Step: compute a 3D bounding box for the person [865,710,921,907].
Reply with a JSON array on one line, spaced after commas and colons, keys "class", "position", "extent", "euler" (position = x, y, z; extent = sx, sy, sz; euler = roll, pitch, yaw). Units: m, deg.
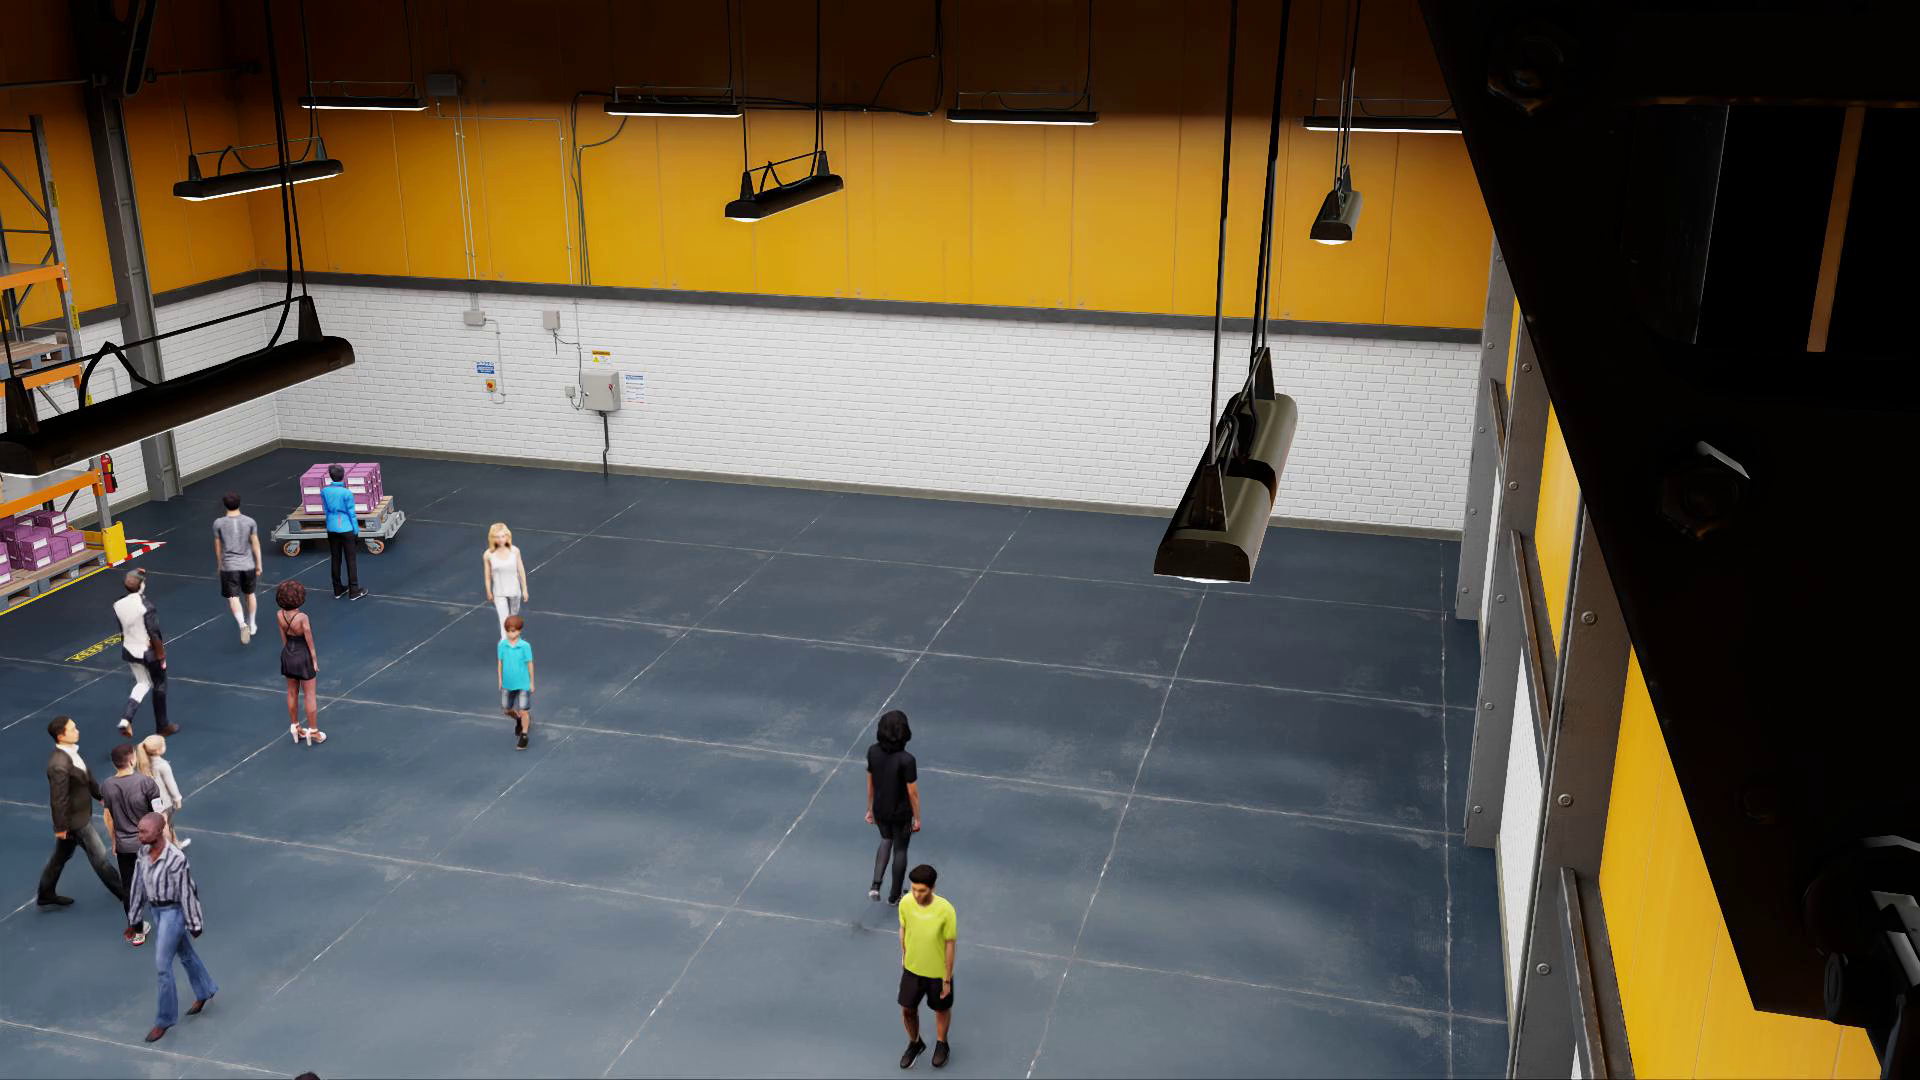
[{"class": "person", "position": [-0.622, 2.322, 14.122], "extent": [0.734, 1.816, 0.799], "euler": [10, 21, 27]}]

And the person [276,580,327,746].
[{"class": "person", "position": [-6.881, 1.273, 17.282], "extent": [0.542, 1.786, 0.534], "euler": [6, 19, 16]}]

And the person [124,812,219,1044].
[{"class": "person", "position": [-5.928, 2.841, 12.656], "extent": [0.780, 1.767, 0.984], "euler": [11, 22, 30]}]

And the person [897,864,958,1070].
[{"class": "person", "position": [-0.201, 3.051, 12.151], "extent": [0.628, 1.692, 0.671], "euler": [6, 19, 17]}]

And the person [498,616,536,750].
[{"class": "person", "position": [-4.594, 1.443, 17.320], "extent": [0.591, 1.441, 0.694], "euler": [2, 19, 6]}]

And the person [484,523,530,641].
[{"class": "person", "position": [-5.338, 0.580, 19.589], "extent": [1.028, 1.627, 1.122], "euler": [-9, 21, -25]}]

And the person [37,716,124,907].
[{"class": "person", "position": [-7.636, 2.347, 14.130], "extent": [1.175, 1.764, 1.181], "euler": [-8, 20, -21]}]

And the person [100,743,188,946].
[{"class": "person", "position": [-6.763, 2.499, 13.678], "extent": [0.698, 1.763, 0.633], "euler": [-1, 19, -2]}]

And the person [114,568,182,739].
[{"class": "person", "position": [-8.543, 1.226, 17.275], "extent": [0.699, 1.881, 0.890], "euler": [6, 19, 17]}]

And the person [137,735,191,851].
[{"class": "person", "position": [-7.208, 2.359, 14.885], "extent": [0.584, 1.259, 0.730], "euler": [9, 20, 24]}]

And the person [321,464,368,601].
[{"class": "person", "position": [-7.968, -0.113, 21.381], "extent": [0.596, 1.797, 0.550], "euler": [4, 19, 12]}]

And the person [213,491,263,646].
[{"class": "person", "position": [-8.654, 0.349, 19.929], "extent": [1.044, 1.849, 1.135], "euler": [-8, 20, -24]}]
